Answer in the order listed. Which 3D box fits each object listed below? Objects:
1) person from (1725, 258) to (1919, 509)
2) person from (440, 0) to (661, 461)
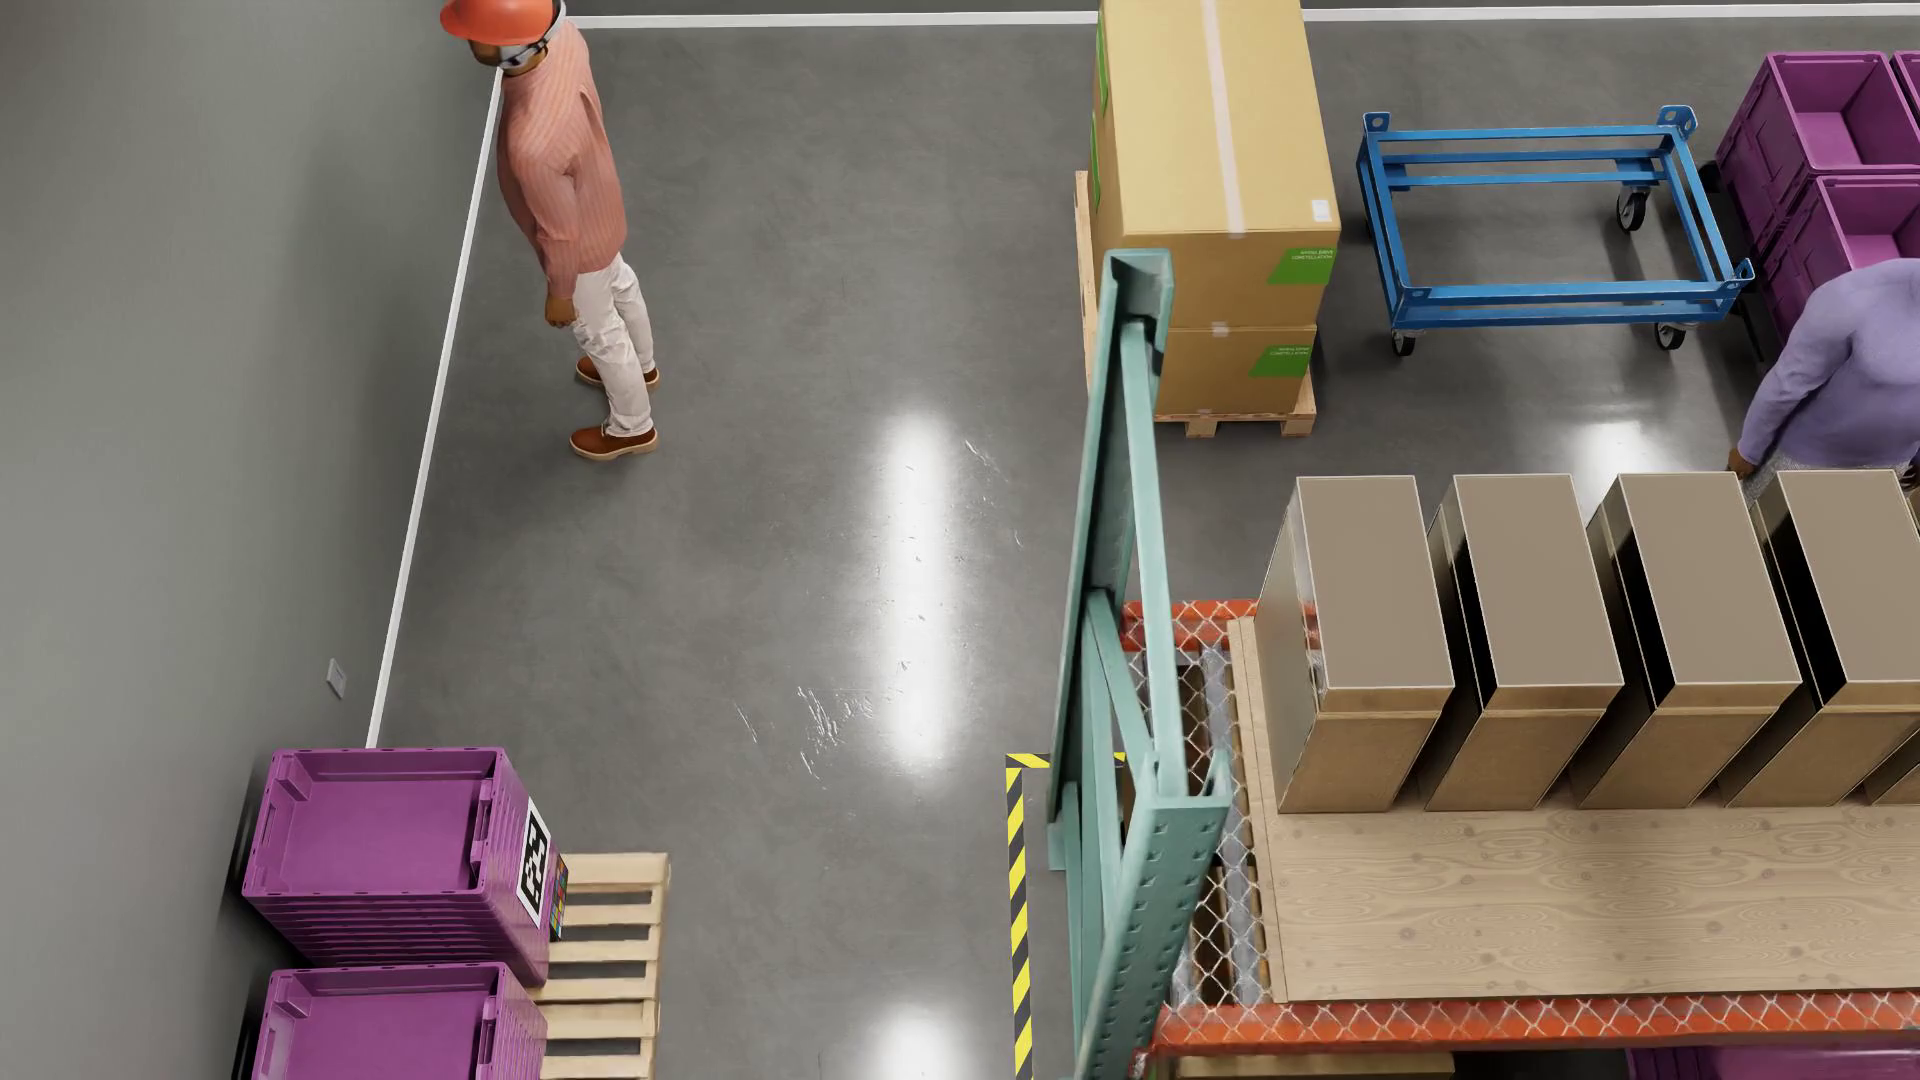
[{"bbox_3d":[2.561,-0.283,4.839,0.631,1.940,0.370,-1,58,0],"label":"person"},{"bbox_3d":[-1.230,-0.994,5.254,0.374,1.997,0.614,-1,58,0],"label":"person"}]
